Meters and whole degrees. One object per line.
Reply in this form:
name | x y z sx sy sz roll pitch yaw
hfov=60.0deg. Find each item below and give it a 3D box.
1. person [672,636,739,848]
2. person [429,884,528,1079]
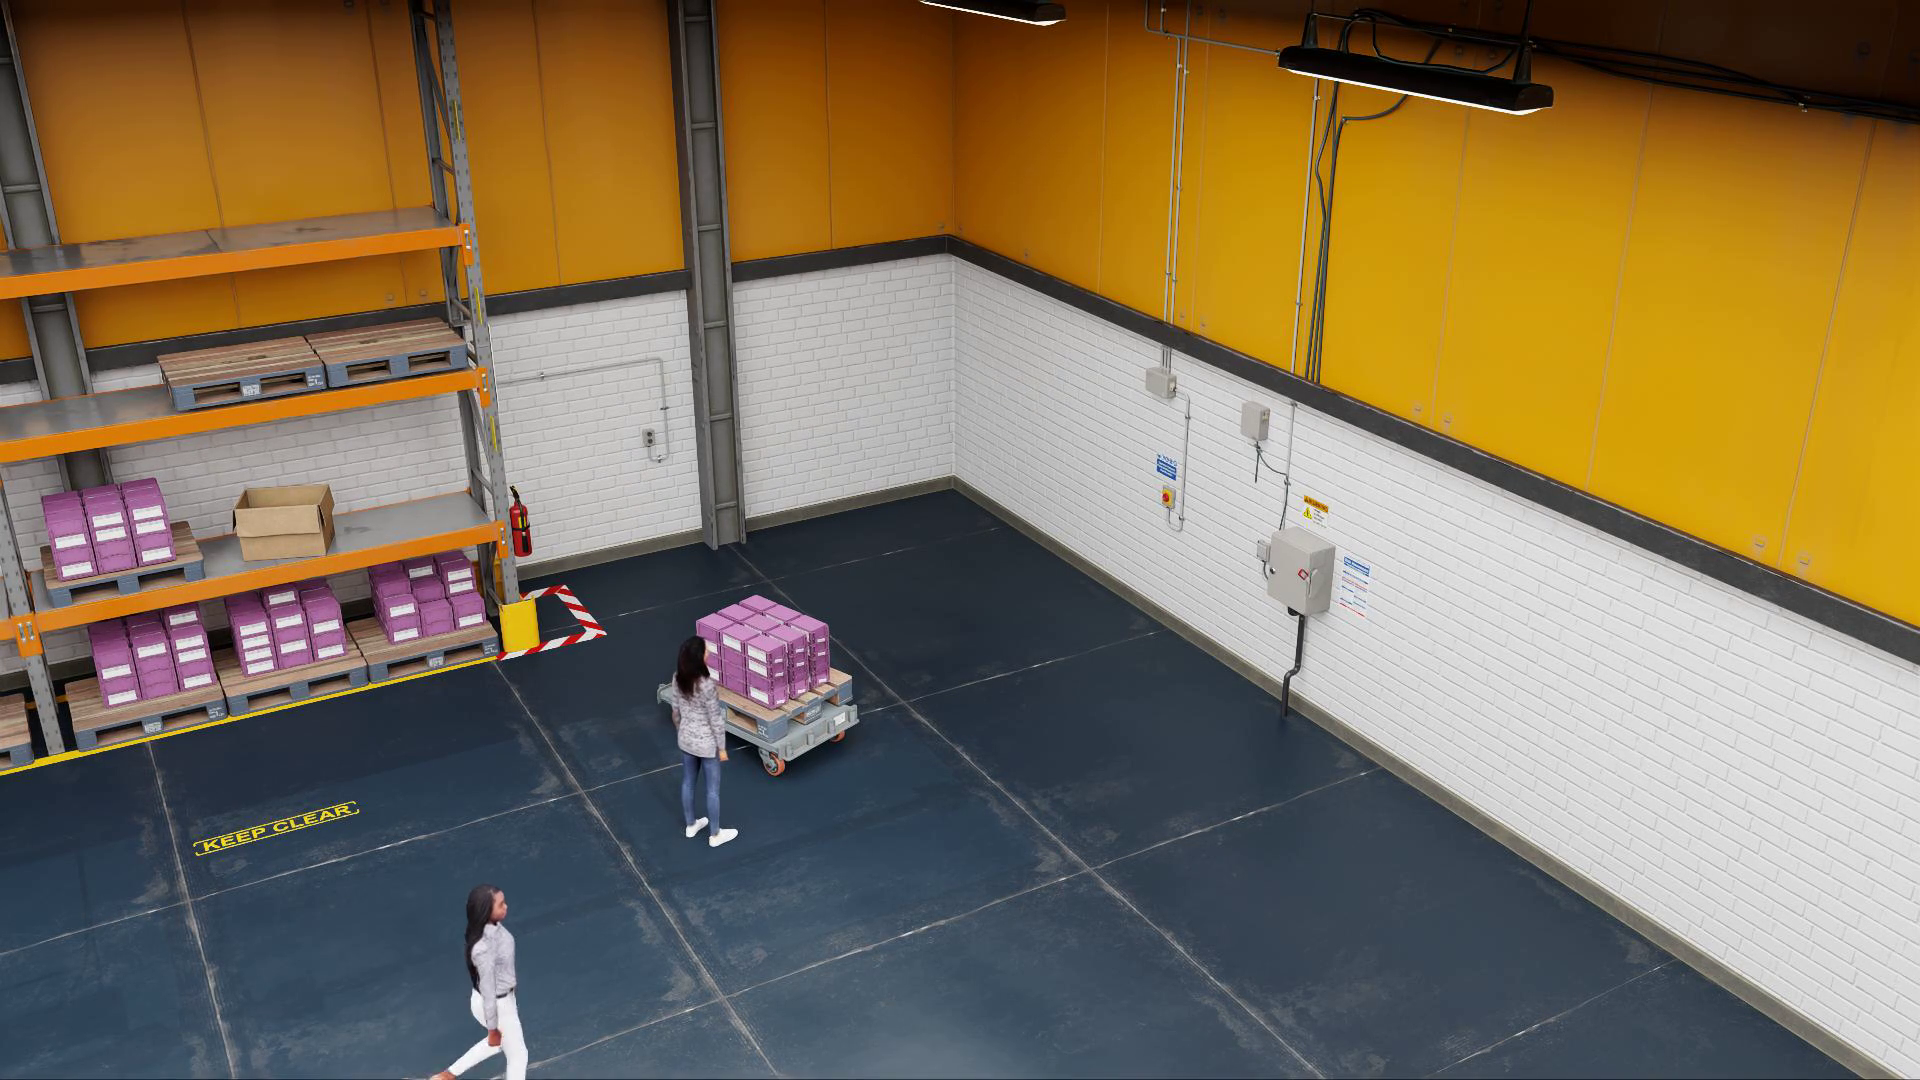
person | -1.995 1.527 12.731 0.682 1.736 0.669 15 28 31
person | -2.849 2.793 9.874 1.039 1.704 0.812 -4 24 -8
